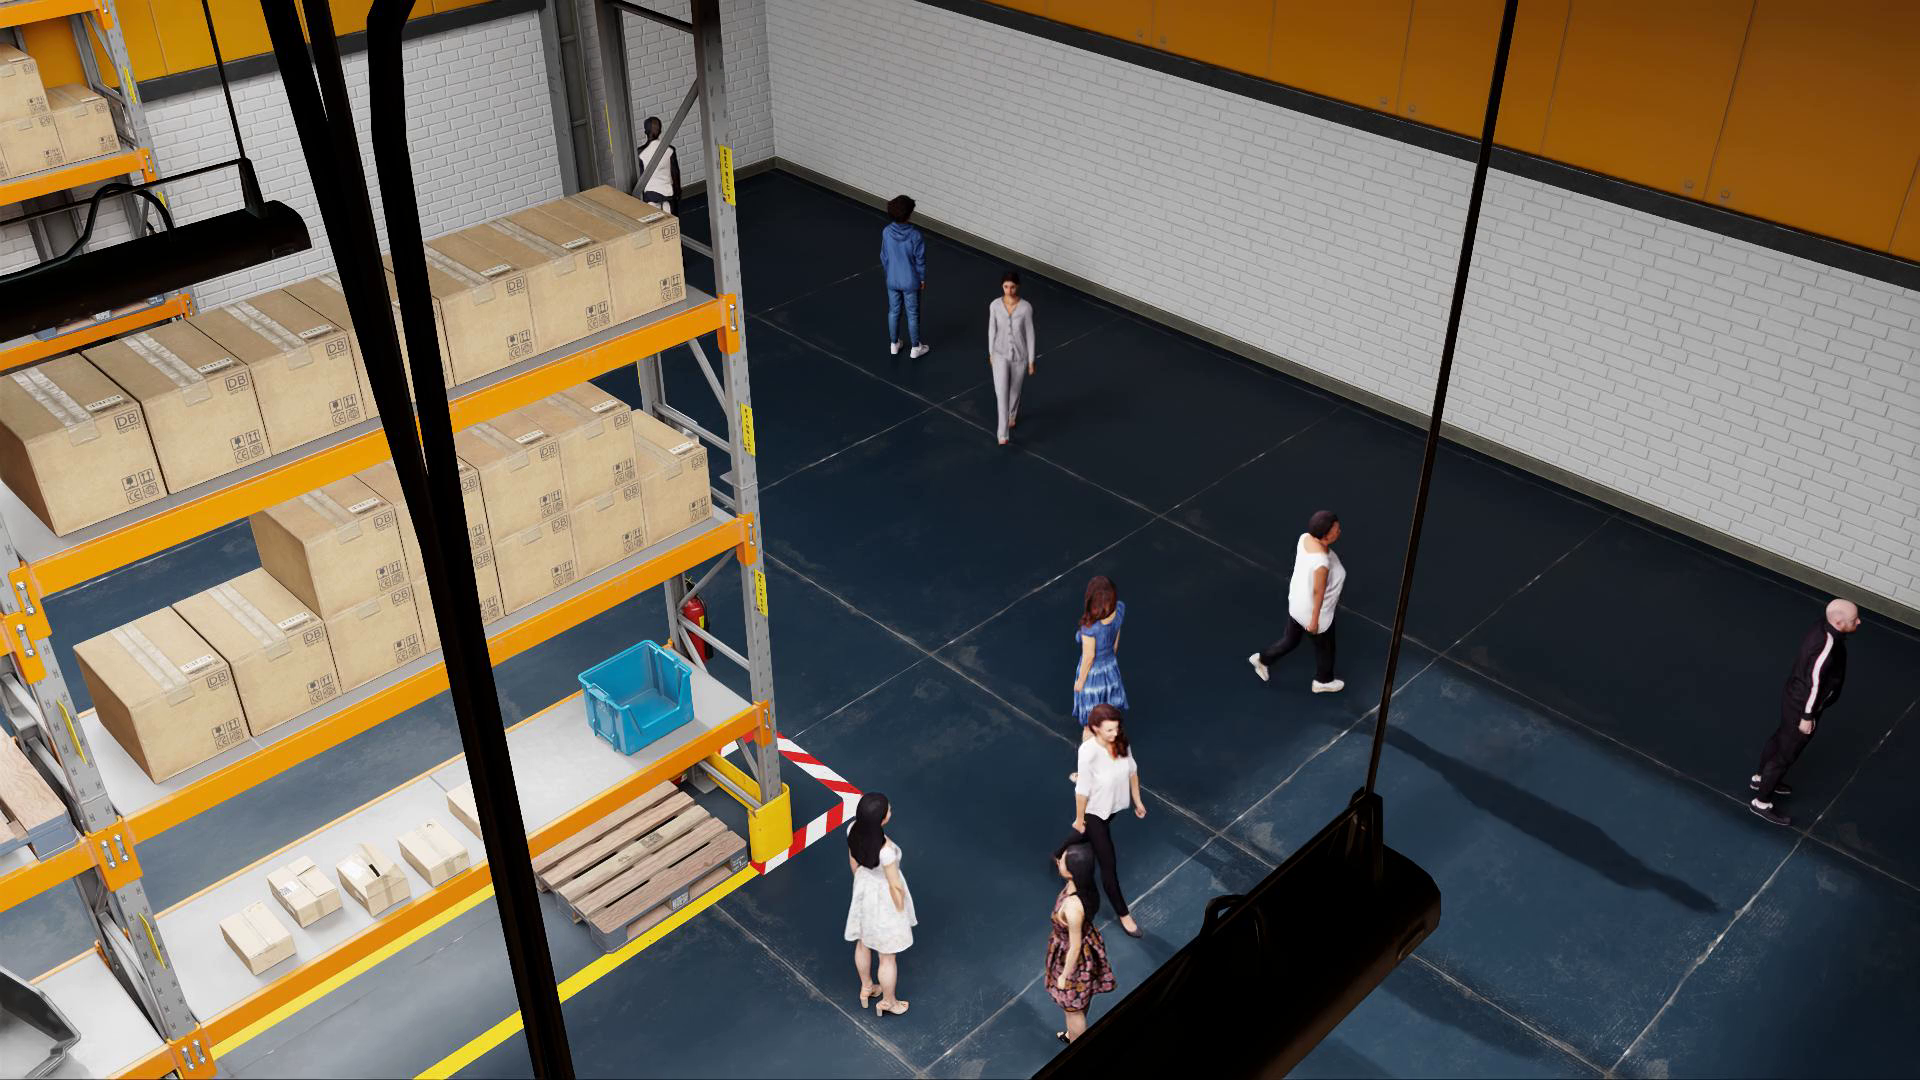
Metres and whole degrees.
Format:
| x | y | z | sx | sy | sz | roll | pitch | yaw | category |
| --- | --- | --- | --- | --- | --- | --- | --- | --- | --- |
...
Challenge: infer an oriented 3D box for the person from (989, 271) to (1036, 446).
| x | y | z | sx | sy | sz | roll | pitch | yaw | category |
| --- | --- | --- | --- | --- | --- | --- | --- | --- | --- |
| 0.514 | -1.858 | 16.434 | 1.047 | 1.736 | 1.128 | 1 | 34 | 1 | person |

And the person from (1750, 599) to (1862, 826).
| x | y | z | sx | sy | sz | roll | pitch | yaw | category |
| --- | --- | --- | --- | --- | --- | --- | --- | --- | --- |
| 5.978 | 1.163 | 11.800 | 0.818 | 1.834 | 0.651 | 14 | 36 | 20 | person |

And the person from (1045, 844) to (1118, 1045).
| x | y | z | sx | sy | sz | roll | pitch | yaw | category |
| --- | --- | --- | --- | --- | --- | --- | --- | --- | --- |
| 0.670 | 2.476 | 9.880 | 0.856 | 1.774 | 0.776 | 7 | 34 | 11 | person |

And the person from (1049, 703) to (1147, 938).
| x | y | z | sx | sy | sz | roll | pitch | yaw | category |
| --- | --- | --- | --- | --- | --- | --- | --- | --- | --- |
| 0.861 | 1.750 | 10.995 | 0.690 | 1.749 | 1.051 | 28 | 43 | 35 | person |

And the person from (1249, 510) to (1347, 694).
| x | y | z | sx | sy | sz | roll | pitch | yaw | category |
| --- | --- | --- | --- | --- | --- | --- | --- | --- | --- |
| 2.696 | 0.502 | 12.947 | 1.112 | 1.666 | 1.010 | -3 | 34 | -5 | person |

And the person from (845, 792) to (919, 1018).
| x | y | z | sx | sy | sz | roll | pitch | yaw | category |
| --- | --- | --- | --- | --- | --- | --- | --- | --- | --- |
| -0.502 | 2.242 | 10.231 | 0.615 | 1.774 | 0.633 | -28 | 43 | -36 | person |

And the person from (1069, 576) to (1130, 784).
| x | y | z | sx | sy | sz | roll | pitch | yaw | category |
| --- | --- | --- | --- | --- | --- | --- | --- | --- | --- |
| 0.993 | 1.014 | 12.051 | 0.757 | 1.805 | 0.556 | 23 | 40 | 30 | person |

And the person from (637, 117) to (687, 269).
| x | y | z | sx | sy | sz | roll | pitch | yaw | category |
| --- | --- | --- | --- | --- | --- | --- | --- | --- | --- |
| -3.532 | -4.052 | 19.593 | 0.693 | 1.893 | 0.831 | -11 | 35 | -16 | person |

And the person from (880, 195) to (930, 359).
| x | y | z | sx | sy | sz | roll | pitch | yaw | category |
| --- | --- | --- | --- | --- | --- | --- | --- | --- | --- |
| -0.598 | -2.827 | 17.824 | 0.746 | 1.811 | 0.704 | 14 | 36 | 20 | person |
